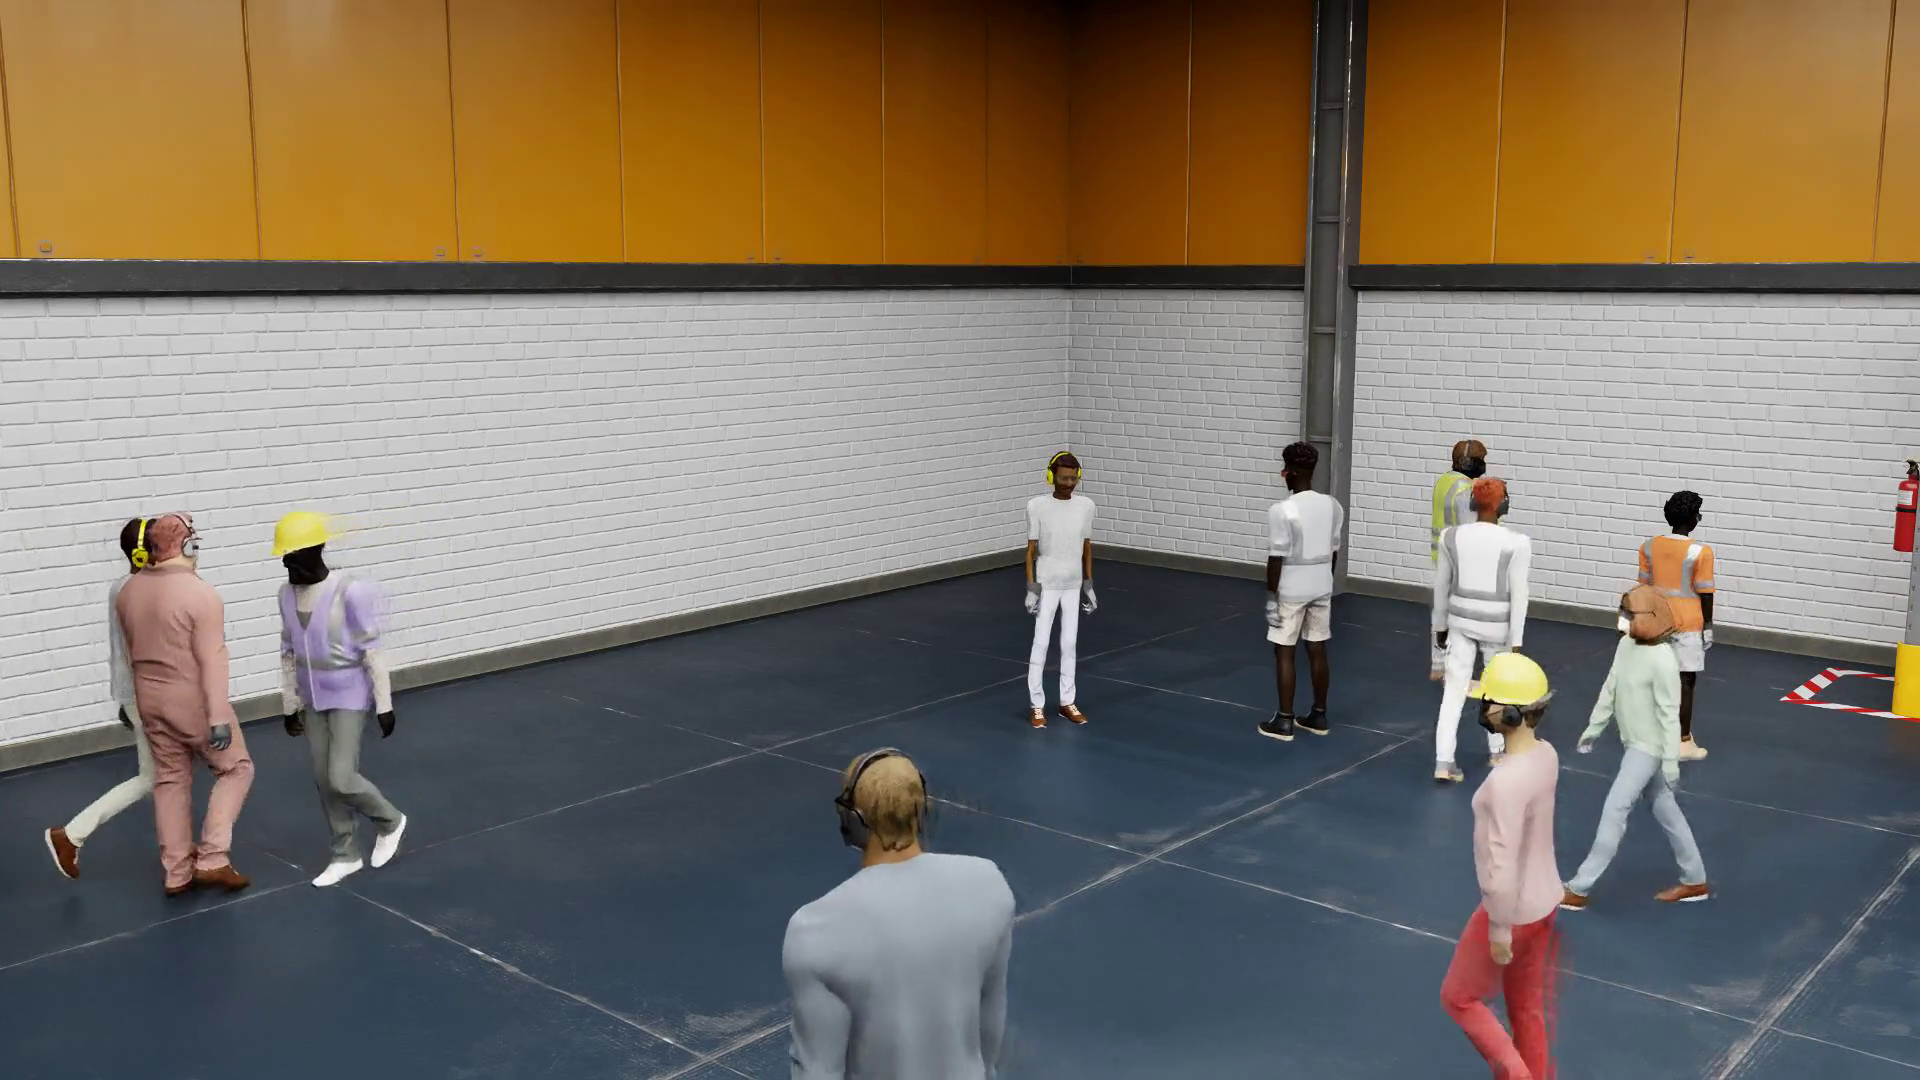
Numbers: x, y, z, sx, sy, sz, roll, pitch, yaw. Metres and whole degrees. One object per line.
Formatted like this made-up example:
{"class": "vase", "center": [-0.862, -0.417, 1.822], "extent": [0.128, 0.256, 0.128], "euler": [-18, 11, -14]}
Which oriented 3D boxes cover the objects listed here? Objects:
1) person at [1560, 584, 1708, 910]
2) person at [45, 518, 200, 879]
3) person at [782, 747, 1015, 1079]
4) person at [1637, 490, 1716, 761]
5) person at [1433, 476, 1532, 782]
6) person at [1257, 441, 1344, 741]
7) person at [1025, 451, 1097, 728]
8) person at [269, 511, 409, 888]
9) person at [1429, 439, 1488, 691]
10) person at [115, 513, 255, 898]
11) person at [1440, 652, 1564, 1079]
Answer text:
{"class": "person", "center": [3.227, 0.989, 7.941], "extent": [0.879, 1.582, 0.509], "euler": [0, 9, 3]}
{"class": "person", "center": [-4.160, 0.806, 8.299], "extent": [0.754, 1.842, 0.552], "euler": [-6, 11, -35]}
{"class": "person", "center": [-0.109, 1.451, 4.071], "extent": [0.635, 1.906, 0.961], "euler": [-4, 10, -26]}
{"class": "person", "center": [4.498, 0.533, 10.450], "extent": [0.318, 1.697, 0.533], "euler": [-5, 11, -30]}
{"class": "person", "center": [3.120, 0.531, 10.033], "extent": [0.591, 1.841, 0.970], "euler": [6, 11, 35]}
{"class": "person", "center": [2.227, 0.333, 10.900], "extent": [0.624, 1.957, 0.377], "euler": [-5, 11, -31]}
{"class": "person", "center": [0.684, 0.329, 11.208], "extent": [0.521, 1.865, 0.334], "euler": [-3, 10, -18]}
{"class": "person", "center": [-3.096, 0.782, 8.224], "extent": [0.631, 1.901, 0.531], "euler": [5, 10, 28]}
{"class": "person", "center": [3.686, 0.178, 12.231], "extent": [0.429, 1.839, 0.632], "euler": [0, 9, -2]}
{"class": "person", "center": [-3.758, 0.803, 8.128], "extent": [0.661, 1.887, 0.461], "euler": [4, 10, 24]}
{"class": "person", "center": [1.892, 1.251, 5.741], "extent": [0.373, 1.756, 0.523], "euler": [7, 11, 37]}
